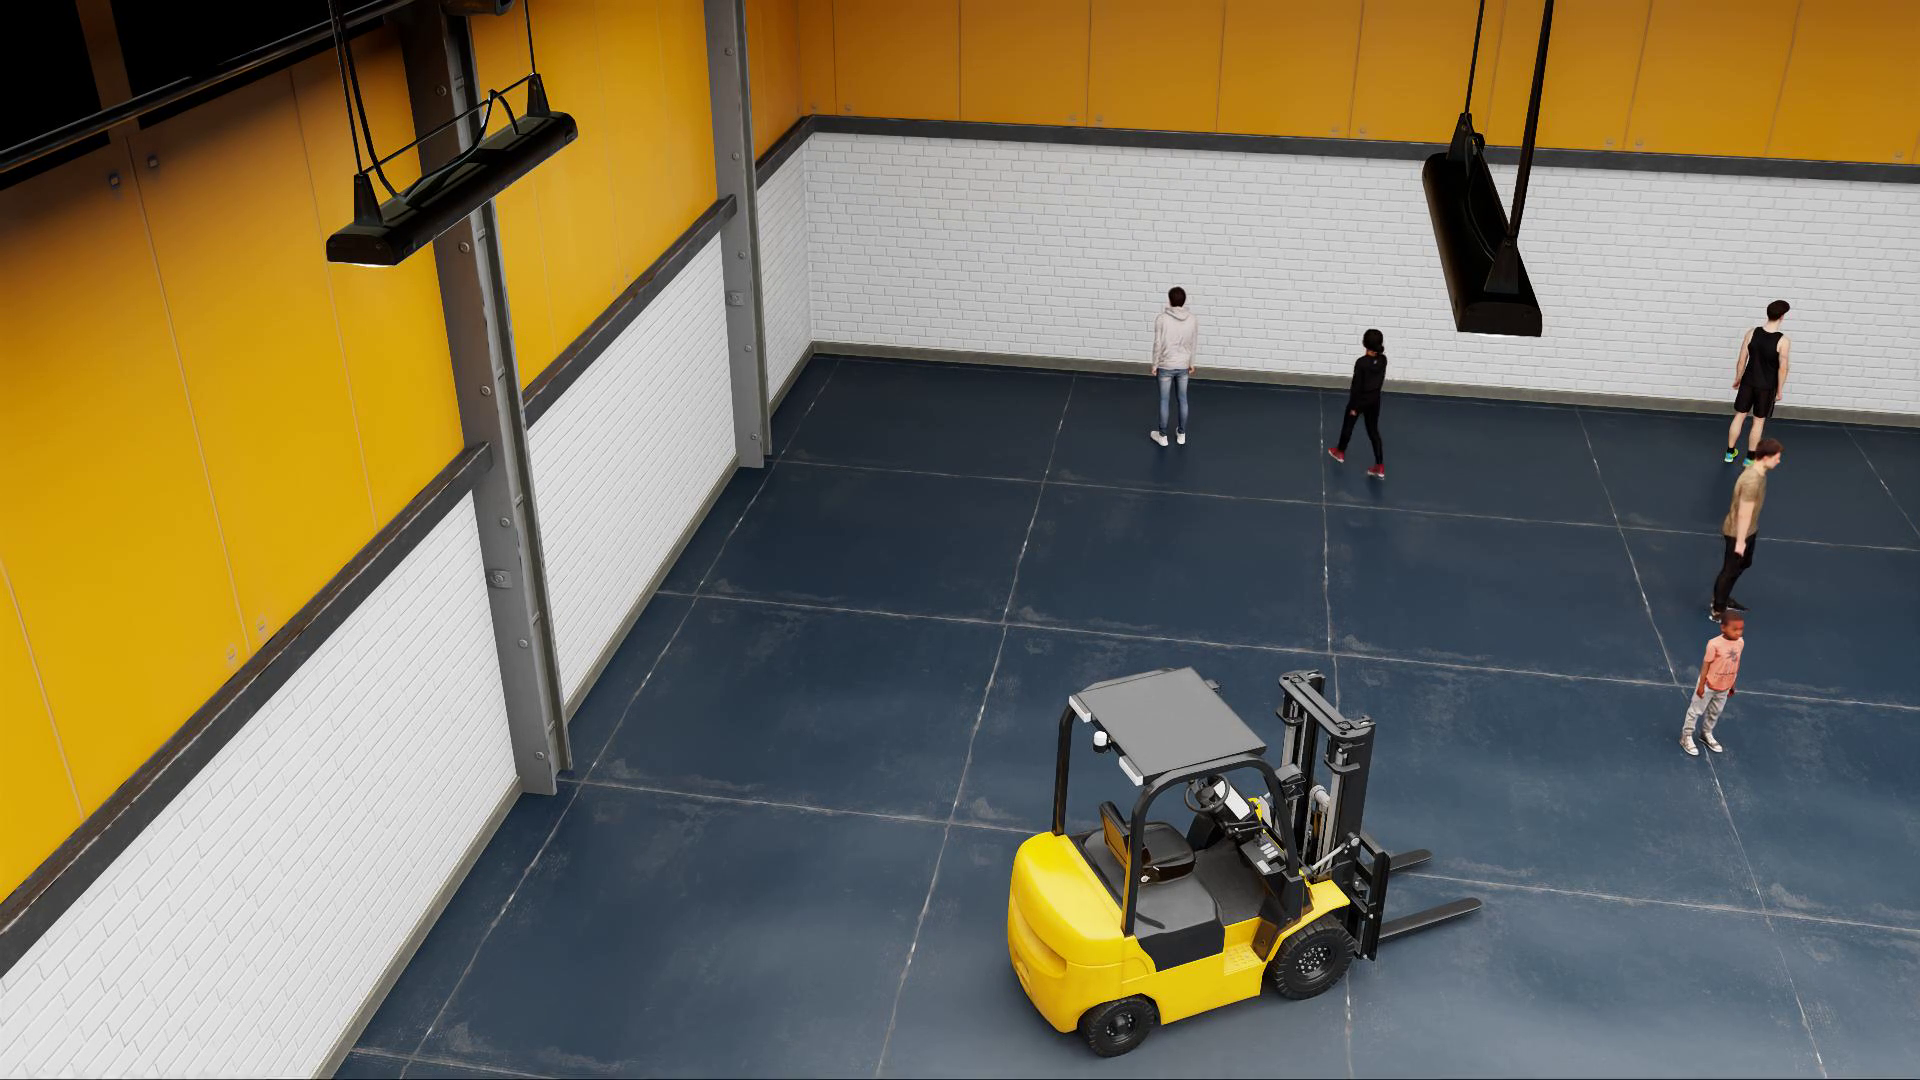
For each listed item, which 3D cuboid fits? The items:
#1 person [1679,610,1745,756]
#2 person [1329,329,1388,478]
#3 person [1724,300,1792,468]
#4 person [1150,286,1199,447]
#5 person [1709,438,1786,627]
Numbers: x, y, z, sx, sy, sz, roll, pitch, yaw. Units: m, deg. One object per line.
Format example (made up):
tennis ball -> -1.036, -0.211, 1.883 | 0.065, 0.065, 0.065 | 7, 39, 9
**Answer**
person -> 6.131, 1.136, 13.509 | 0.524, 1.307, 0.538 | -4, 29, -8
person -> 4.421, -1.441, 17.891 | 1.001, 1.635, 1.183 | -12, 31, -20
person -> 8.698, -1.708, 18.112 | 0.797, 1.891, 0.782 | -25, 37, -38
person -> 2.392, -1.952, 18.600 | 0.747, 1.853, 0.721 | -7, 29, -13
person -> 7.115, -0.095, 15.201 | 0.835, 1.847, 0.719 | 18, 33, 30
